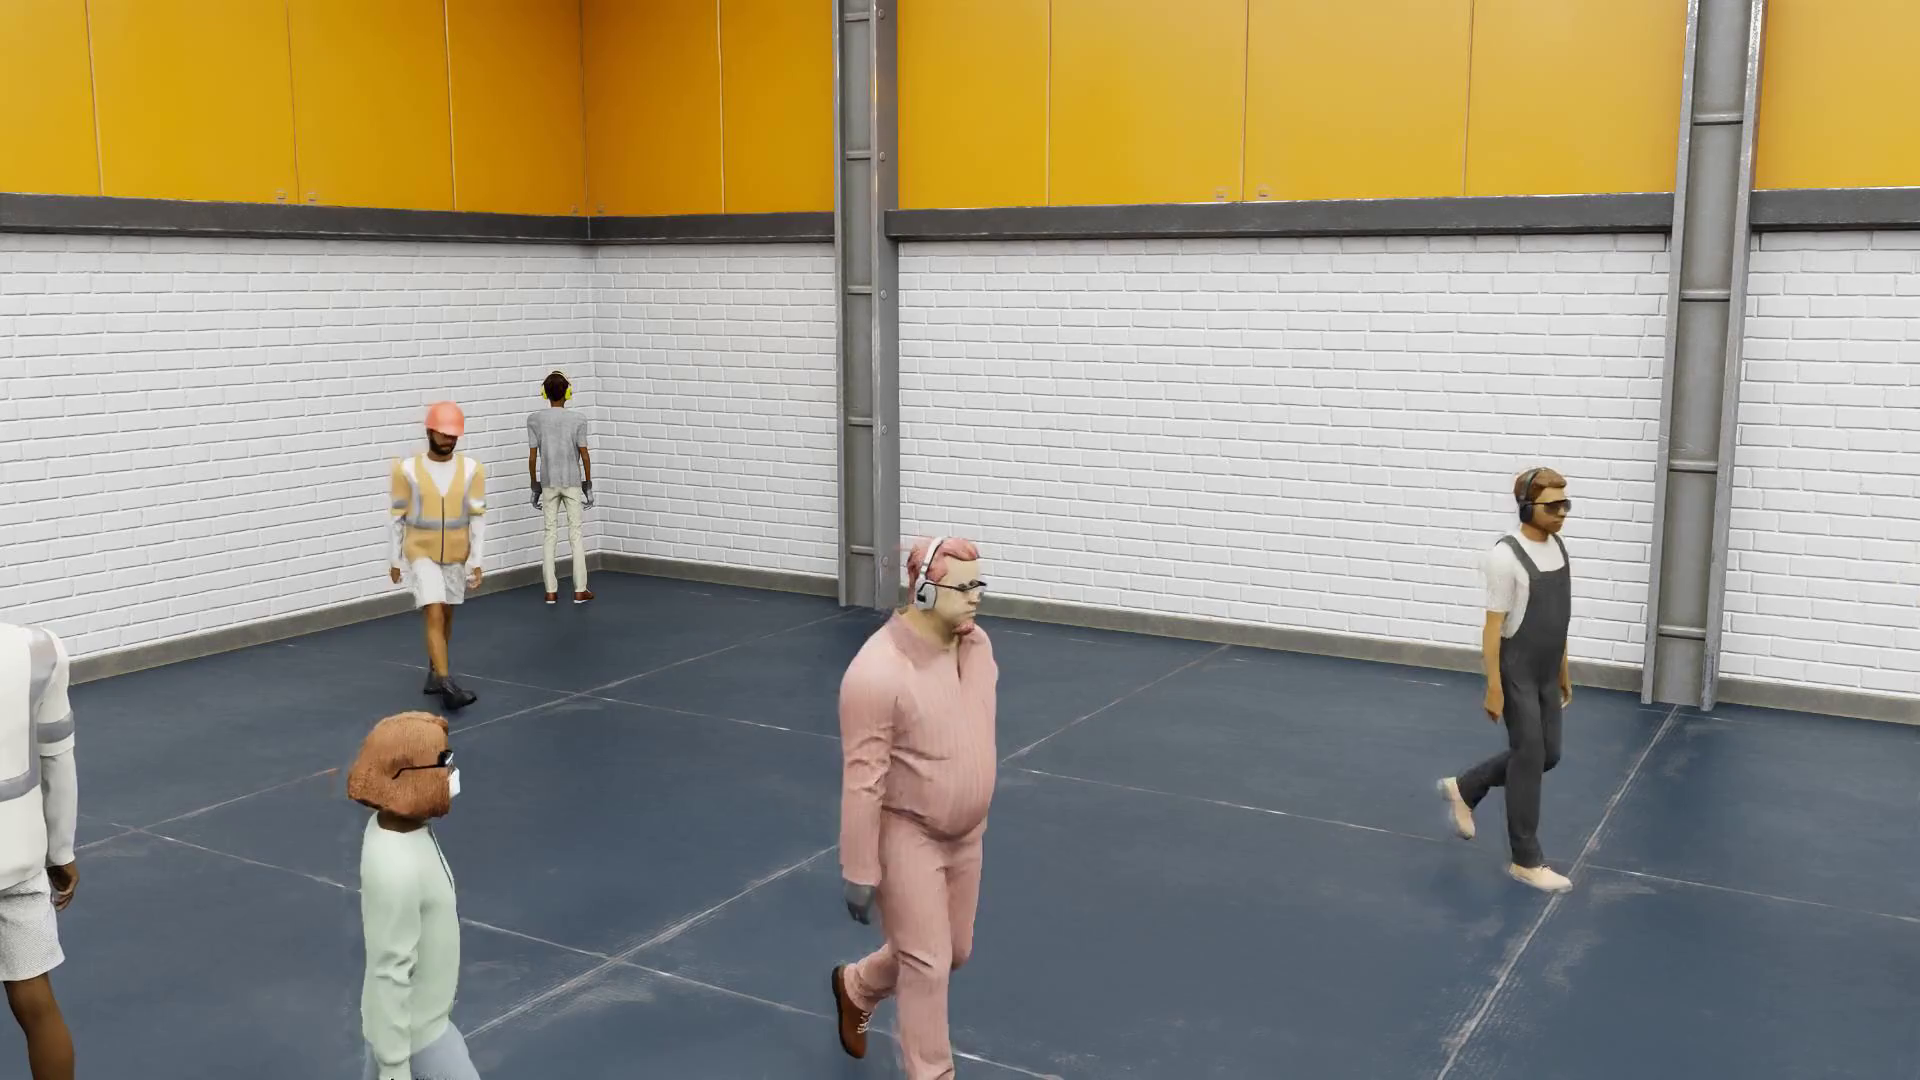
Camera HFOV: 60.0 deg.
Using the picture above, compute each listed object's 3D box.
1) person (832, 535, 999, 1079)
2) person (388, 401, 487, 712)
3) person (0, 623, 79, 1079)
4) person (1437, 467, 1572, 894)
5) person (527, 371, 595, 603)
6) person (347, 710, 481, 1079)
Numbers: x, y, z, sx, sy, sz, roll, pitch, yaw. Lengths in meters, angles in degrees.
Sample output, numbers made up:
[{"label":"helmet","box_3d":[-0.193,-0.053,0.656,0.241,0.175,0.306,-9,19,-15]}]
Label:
[{"label":"person","box_3d":[-0.169,0.897,5.151,0.763,1.887,0.661,7,11,37]},{"label":"person","box_3d":[-3.204,0.084,10.216,0.554,1.886,0.934,-5,10,-29]},{"label":"person","box_3d":[-2.743,0.903,4.583,0.376,2.041,0.615,5,10,28]},{"label":"person","box_3d":[2.415,0.577,7.274,0.519,1.832,0.665,-7,12,-39]},{"label":"person","box_3d":[-3.202,-0.420,13.364,0.514,1.876,0.328,0,9,-3]},{"label":"person","box_3d":[-1.387,1.199,4.142,0.831,1.596,0.508,-3,10,-19]}]
